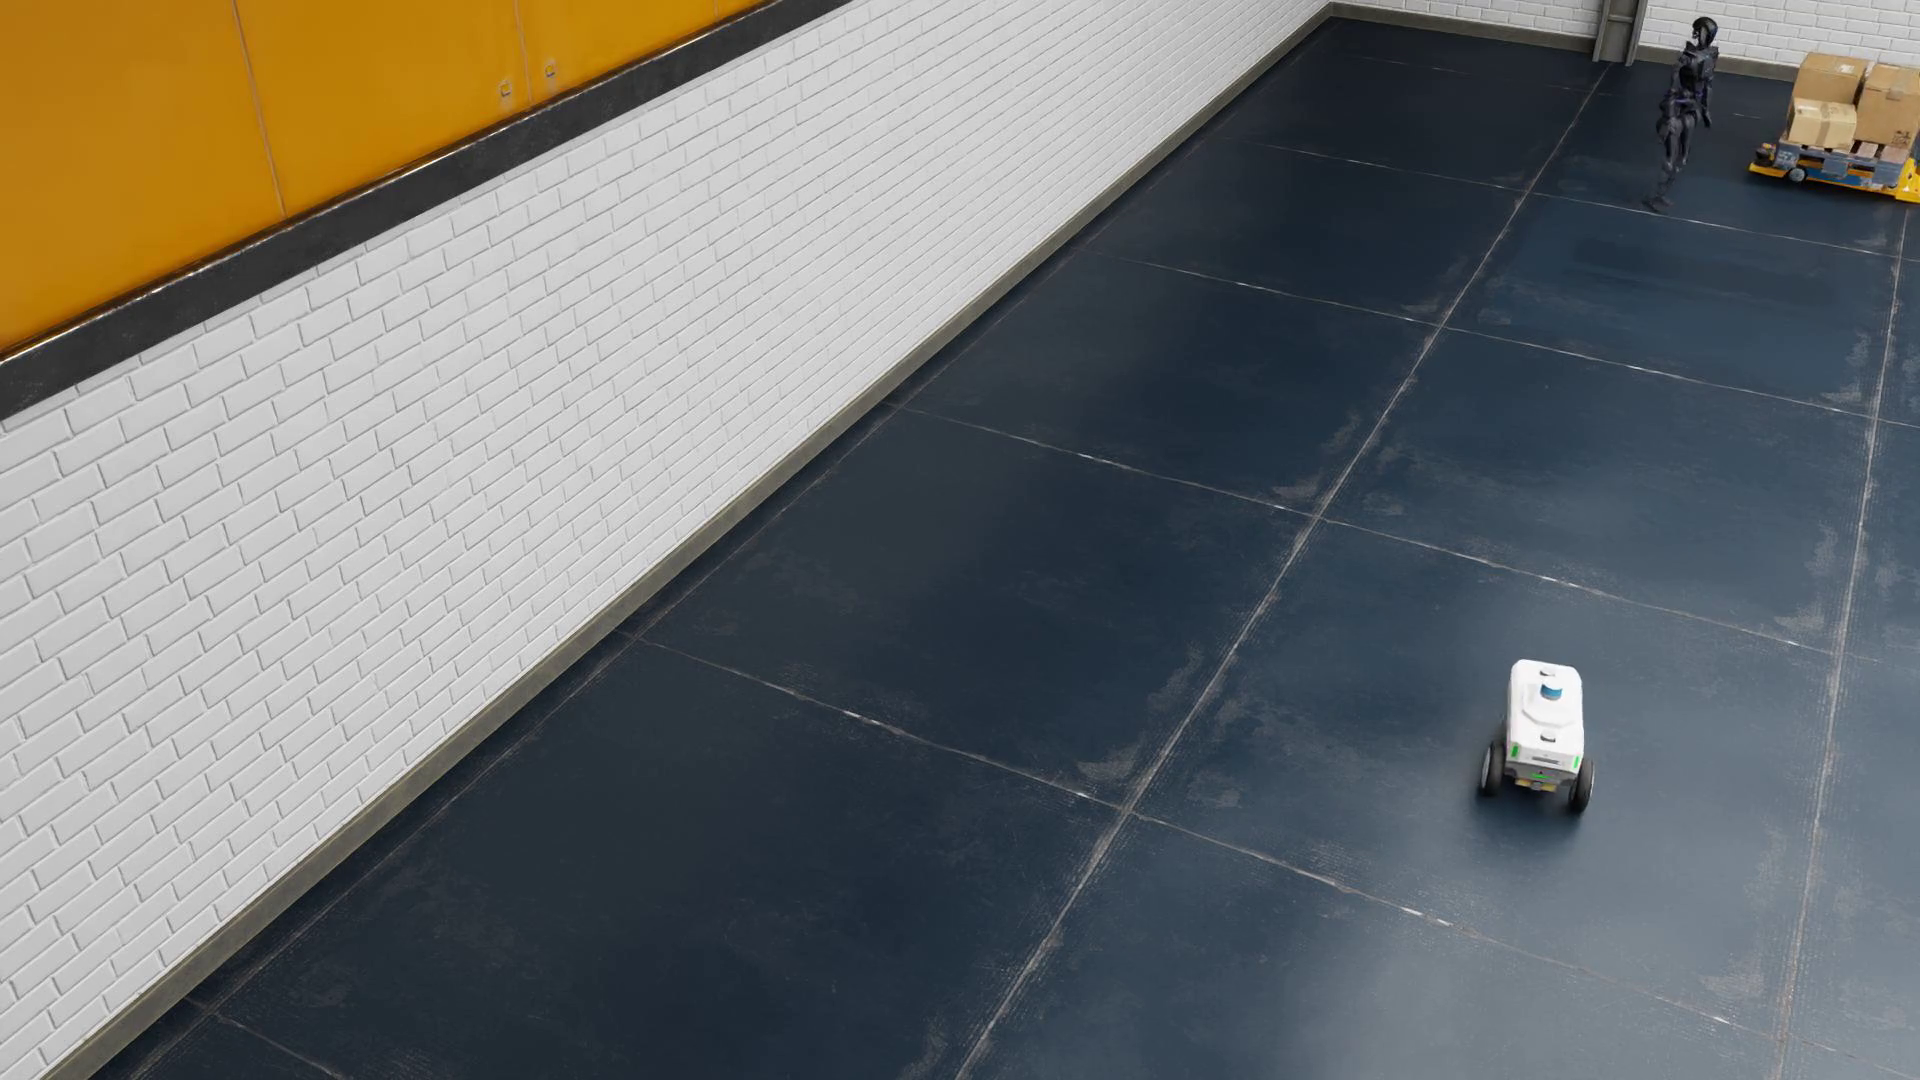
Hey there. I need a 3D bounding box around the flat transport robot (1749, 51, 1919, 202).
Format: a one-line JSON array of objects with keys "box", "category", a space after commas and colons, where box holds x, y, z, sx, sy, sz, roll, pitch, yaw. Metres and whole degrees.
[{"box": [7.940, -3.360, 14.976, 1.431, 0.231, 0.659, 19, 38, 26], "category": "flat transport robot"}]

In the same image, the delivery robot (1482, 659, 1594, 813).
[{"box": [2.914, 0.960, 8.292, 0.525, 0.594, 0.765, 9, 35, 13], "category": "delivery robot"}]

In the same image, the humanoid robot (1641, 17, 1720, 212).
[{"box": [6.141, -3.608, 14.090, 0.586, 1.651, 0.330, -20, 39, -27], "category": "humanoid robot"}]
